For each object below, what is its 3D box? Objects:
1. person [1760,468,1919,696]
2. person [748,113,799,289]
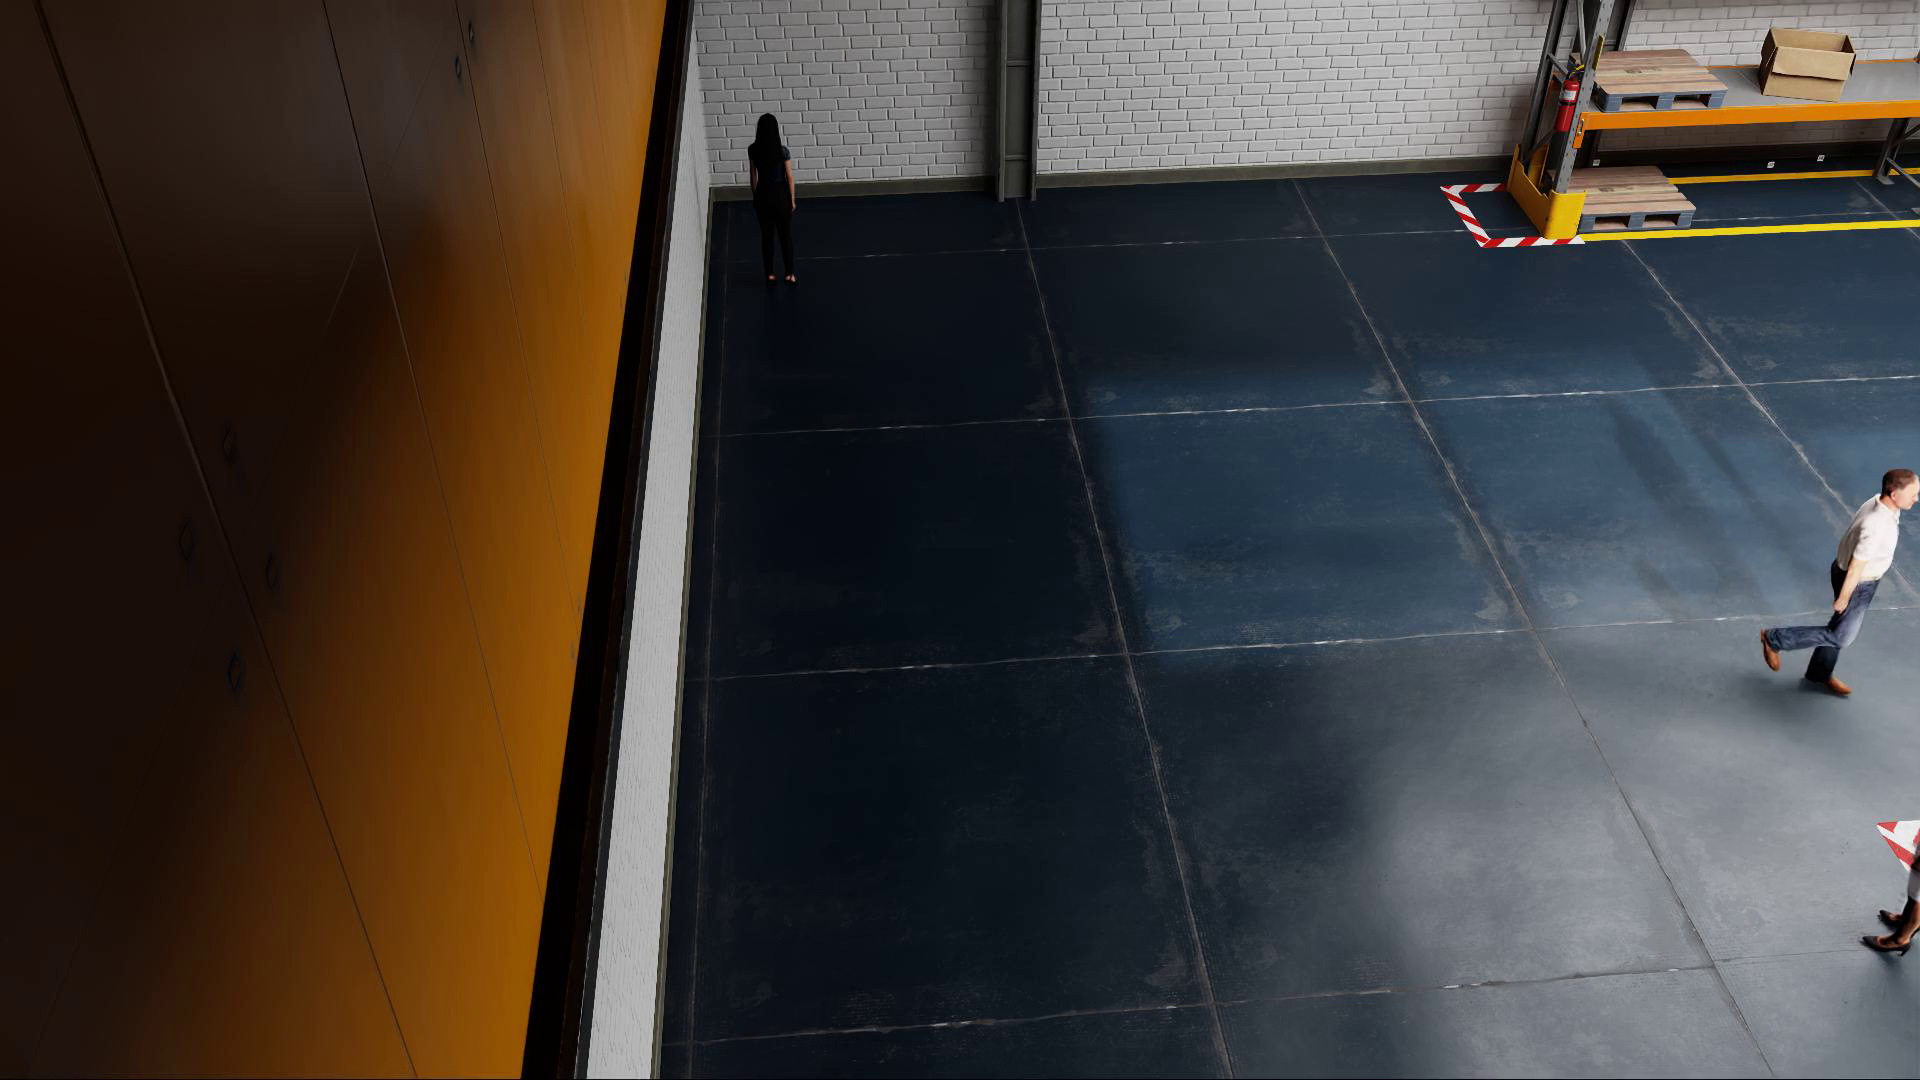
[{"bbox_3d":[5.922,0.239,11.201,1.032,1.839,0.960,25,45,28],"label":"person"},{"bbox_3d":[-1.746,-3.163,15.543,0.503,1.736,0.658,4,39,6],"label":"person"}]
